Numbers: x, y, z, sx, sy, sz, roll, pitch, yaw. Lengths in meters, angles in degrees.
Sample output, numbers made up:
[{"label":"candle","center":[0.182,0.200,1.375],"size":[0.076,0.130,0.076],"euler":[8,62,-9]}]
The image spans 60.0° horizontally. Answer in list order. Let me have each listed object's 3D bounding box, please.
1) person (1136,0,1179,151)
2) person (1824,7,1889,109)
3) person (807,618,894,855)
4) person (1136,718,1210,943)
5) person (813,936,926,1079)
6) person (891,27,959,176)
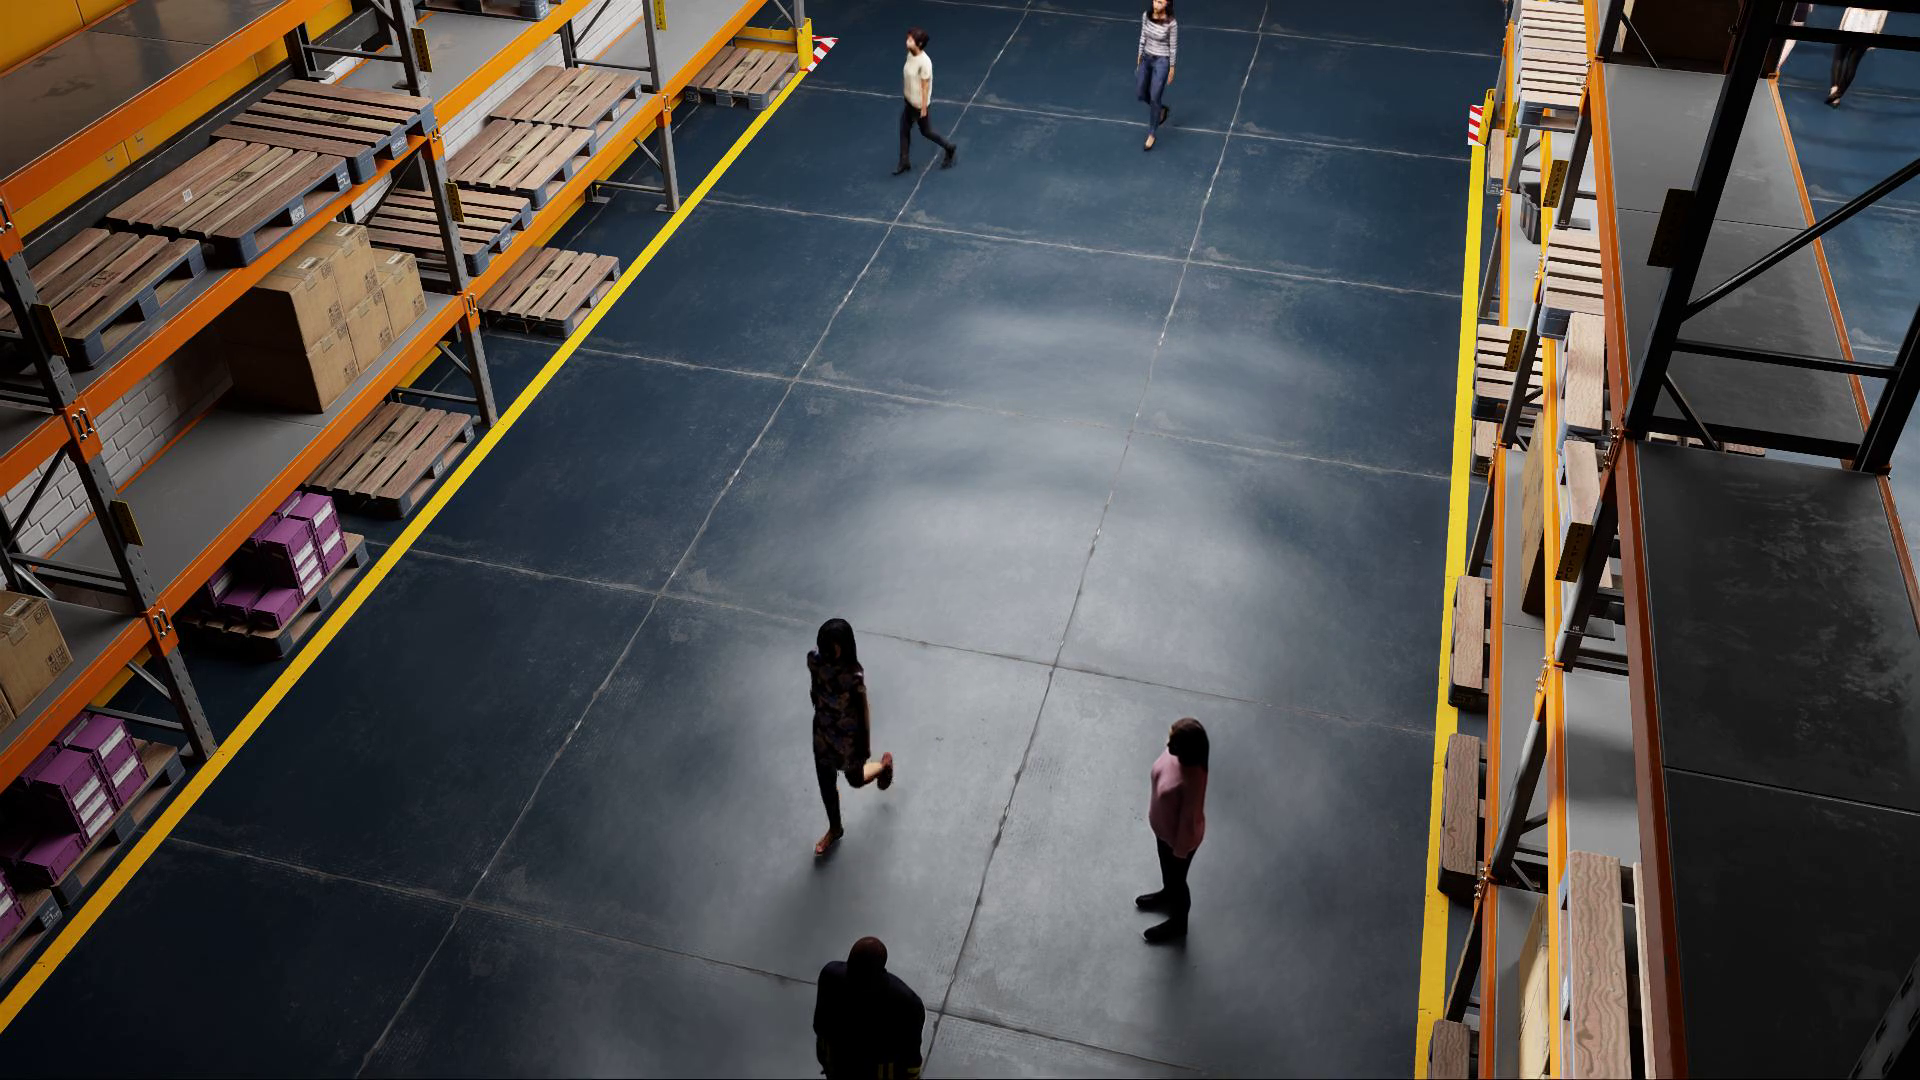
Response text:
[{"label":"person","center":[2.137,-5.054,17.764],"size":[0.767,1.779,0.865],"euler":[26,46,29]},{"label":"person","center":[9.995,-5.594,18.496],"size":[0.623,1.710,0.711],"euler":[13,40,15]},{"label":"person","center":[-0.675,1.119,10.086],"size":[0.802,1.715,1.057],"euler":[23,44,26]},{"label":"person","center":[1.253,1.624,9.476],"size":[0.738,1.685,0.616],"euler":[-6,39,-8]},{"label":"person","center":[-0.444,2.558,8.197],"size":[0.791,1.823,0.728],"euler":[17,41,20]},{"label":"person","center":[-0.373,-4.560,17.320],"size":[1.042,1.561,0.999],"euler":[-19,42,-22]}]
